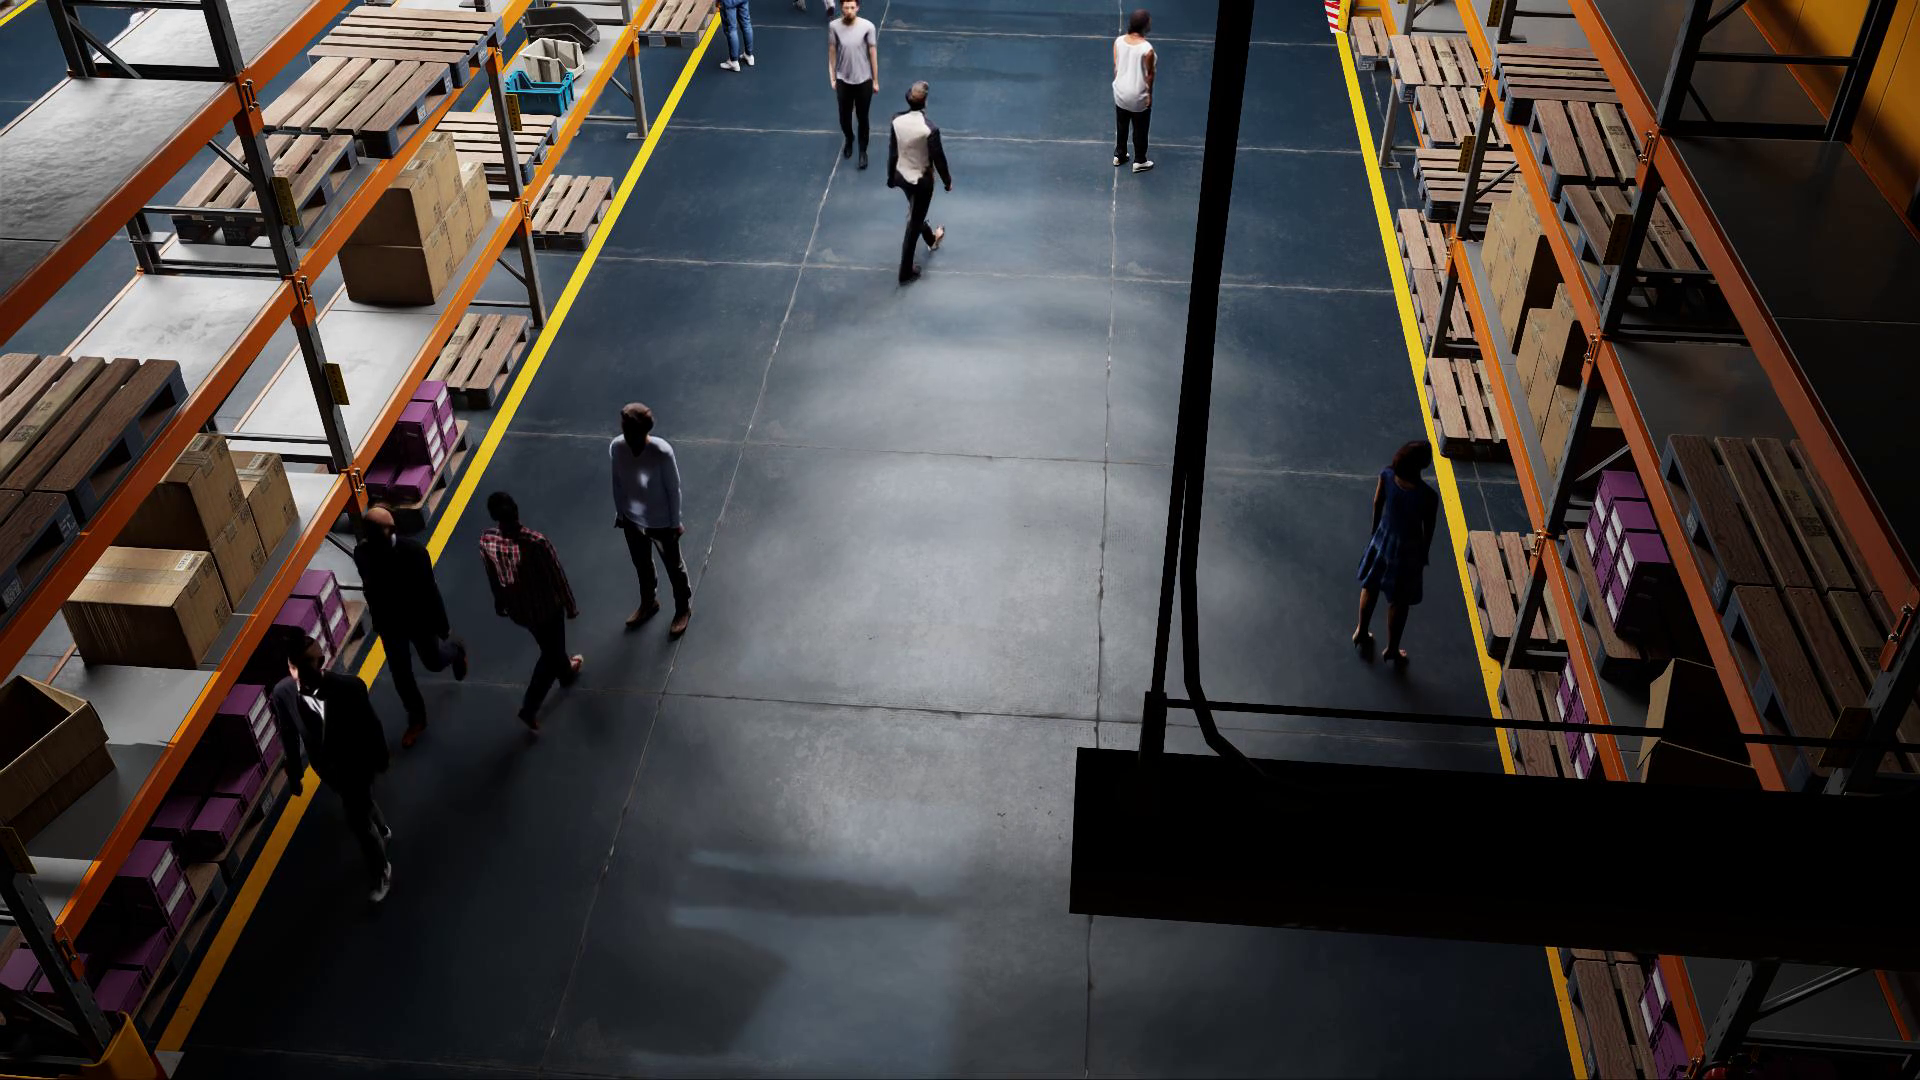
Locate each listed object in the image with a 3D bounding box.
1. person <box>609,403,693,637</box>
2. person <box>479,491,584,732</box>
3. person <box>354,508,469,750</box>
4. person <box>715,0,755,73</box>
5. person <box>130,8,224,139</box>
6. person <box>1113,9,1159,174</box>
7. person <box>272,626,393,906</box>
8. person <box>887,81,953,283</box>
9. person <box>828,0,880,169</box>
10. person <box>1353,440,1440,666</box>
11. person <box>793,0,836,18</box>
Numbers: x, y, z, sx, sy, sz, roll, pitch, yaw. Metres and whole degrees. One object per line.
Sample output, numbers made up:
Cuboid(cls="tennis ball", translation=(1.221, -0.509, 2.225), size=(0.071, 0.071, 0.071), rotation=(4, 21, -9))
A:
Cuboid(cls="person", translation=(-2.139, -0.159, 11.508), size=(0.720, 1.892, 0.650), rotation=(12, 40, 15))
Cuboid(cls="person", translation=(-2.824, 0.468, 10.858), size=(0.881, 1.724, 1.153), rotation=(13, 40, 16))
Cuboid(cls="person", translation=(-3.562, 0.467, 10.813), size=(0.715, 1.781, 1.036), rotation=(5, 39, 7))
Cuboid(cls="person", translation=(-2.648, -6.385, 19.369), size=(0.819, 1.811, 0.729), rotation=(31, 48, 33))
Cuboid(cls="person", translation=(-8.388, -4.854, 17.458), size=(1.022, 1.804, 1.312), rotation=(20, 43, 23))
Cuboid(cls="person", translation=(1.822, -4.691, 17.345), size=(0.811, 1.690, 0.763), rotation=(-32, 48, -33))
Cuboid(cls="person", translation=(-3.608, 1.194, 9.783), size=(0.712, 1.931, 0.820), rotation=(6, 39, 7))
Cuboid(cls="person", translation=(-0.468, -3.286, 15.456), size=(1.089, 1.850, 1.252), rotation=(25, 45, 28))
Cuboid(cls="person", translation=(-1.091, -4.838, 17.401), size=(0.695, 1.851, 0.716), rotation=(0, 39, 0))
Cuboid(cls="person", translation=(2.968, 0.076, 11.283), size=(0.804, 1.805, 0.753), rotation=(-30, 47, -32))
Cuboid(cls="person", translation=(-1.855, -7.346, 20.626), size=(1.026, 1.744, 1.125), rotation=(-24, 44, -27))
